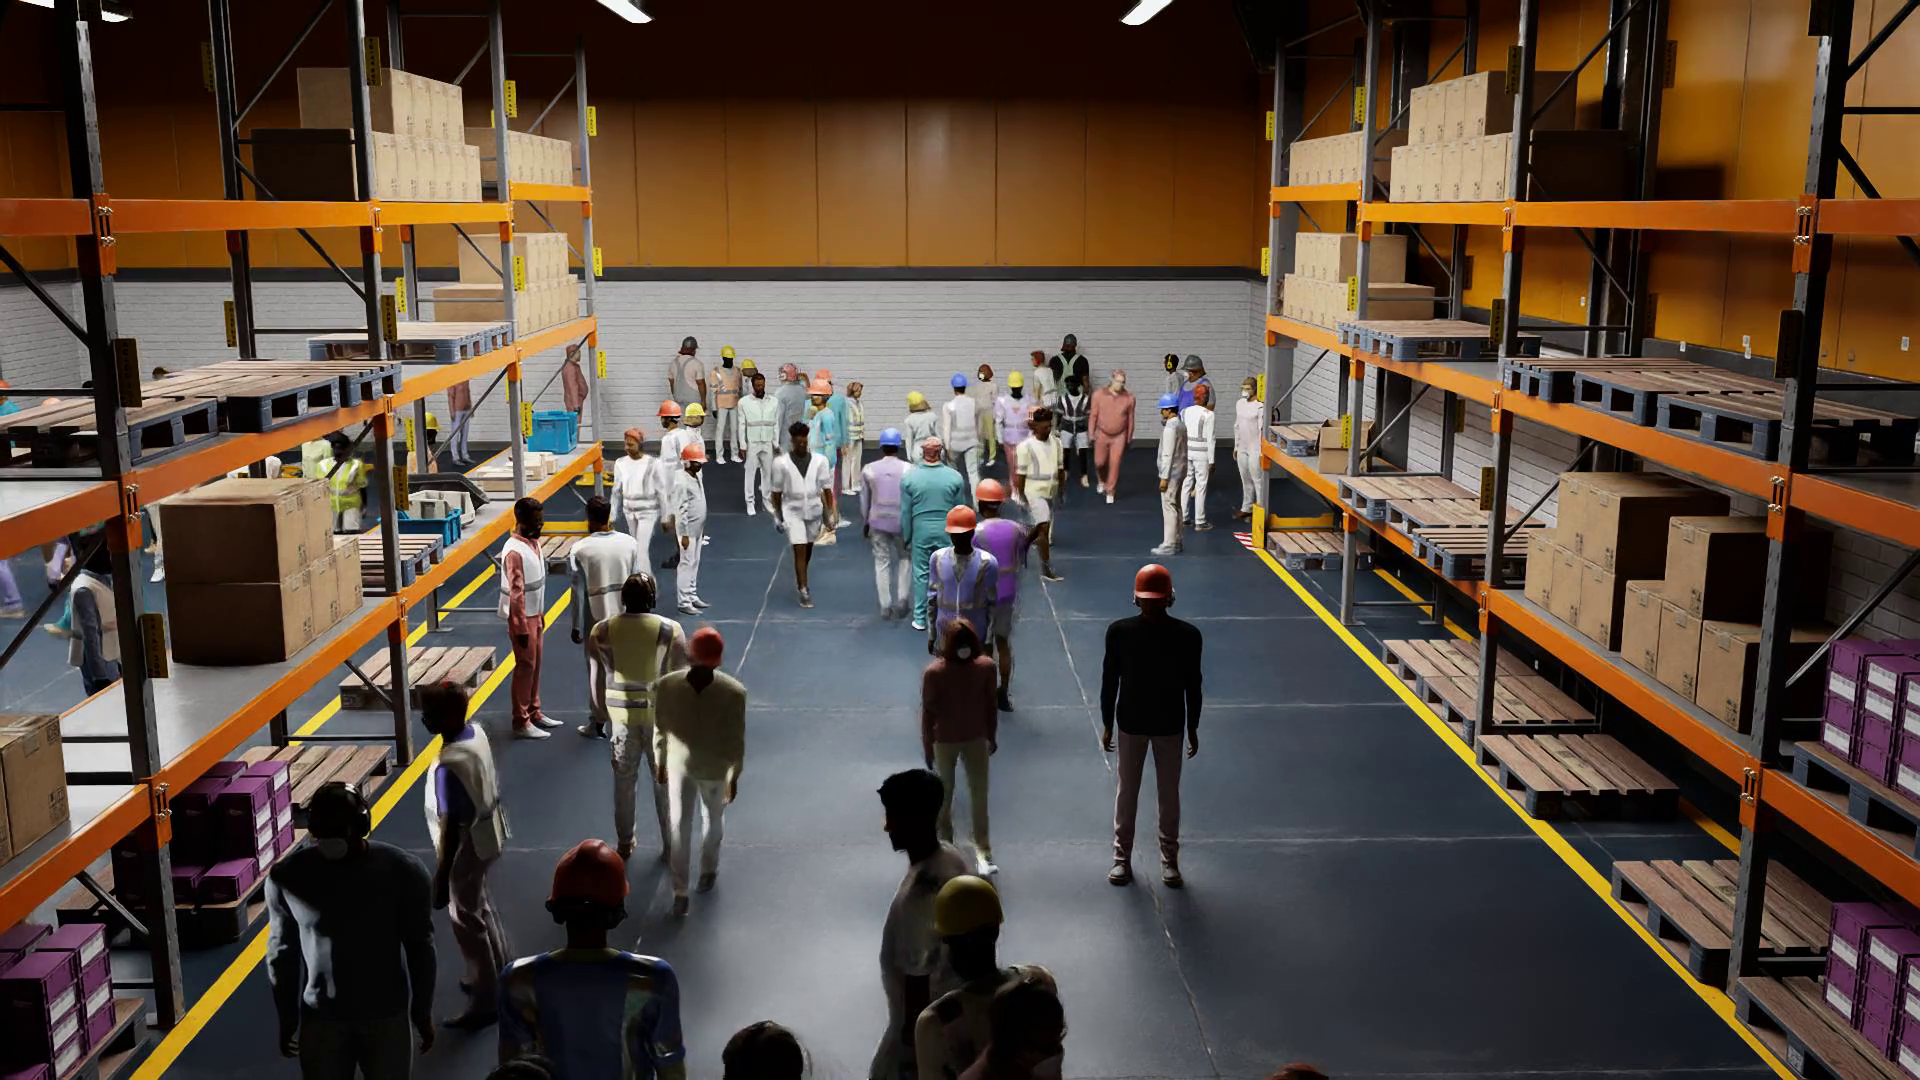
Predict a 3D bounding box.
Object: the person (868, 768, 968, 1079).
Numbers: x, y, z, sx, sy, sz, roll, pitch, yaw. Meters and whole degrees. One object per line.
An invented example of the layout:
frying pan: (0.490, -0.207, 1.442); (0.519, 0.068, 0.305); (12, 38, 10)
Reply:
person: (-0.210, 1.838, 6.624); (0.521, 1.947, 0.662); (3, 12, 16)

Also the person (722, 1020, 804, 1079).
person: (-0.468, 2.247, 4.680); (0.654, 1.910, 0.562); (-8, 14, -35)

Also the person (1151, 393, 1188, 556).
person: (2.515, -0.786, 19.850); (0.421, 1.936, 0.614); (4, 12, 21)

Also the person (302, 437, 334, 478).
person: (-7.494, -0.614, 19.424); (0.526, 1.760, 0.334); (7, 13, 32)

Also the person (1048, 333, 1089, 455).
person: (1.830, -2.450, 27.917); (0.687, 2.000, 0.535); (2, 11, 7)

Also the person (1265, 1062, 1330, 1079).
person: (0.876, 2.301, 4.494); (0.578, 1.883, 0.353); (8, 14, 35)

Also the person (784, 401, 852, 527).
person: (-1.863, -0.967, 21.360); (0.912, 1.691, 0.523); (-7, 13, -32)

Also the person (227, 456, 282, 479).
person: (-7.293, -0.228, 17.295); (0.563, 1.836, 0.395); (-10, 15, -42)

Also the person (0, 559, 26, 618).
person: (-9.910, -0.186, 16.773); (0.976, 1.946, 0.637); (3, 12, 12)

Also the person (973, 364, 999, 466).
person: (0.401, -2.013, 26.754); (0.500, 1.633, 0.280); (8, 14, 36)

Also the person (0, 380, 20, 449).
person: (-13.260, -1.351, 23.127); (0.562, 1.752, 0.327); (8, 14, 35)

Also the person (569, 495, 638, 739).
person: (-2.759, 0.600, 12.971); (0.591, 1.909, 0.409); (-11, 16, -43)

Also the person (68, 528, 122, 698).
person: (-6.011, 0.863, 11.636); (0.386, 1.914, 0.621); (-4, 12, -18)

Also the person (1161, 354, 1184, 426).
person: (3.334, -1.979, 26.031); (0.345, 1.859, 0.504); (8, 14, 33)

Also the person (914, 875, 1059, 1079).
person: (0.064, 2.058, 5.627); (0.584, 1.917, 0.386); (-9, 14, -38)

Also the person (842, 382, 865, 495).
person: (-1.540, -1.468, 24.038); (0.312, 1.633, 0.518); (6, 13, 28)

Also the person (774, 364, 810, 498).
person: (-2.435, -1.556, 23.773); (0.409, 1.907, 0.651); (9, 14, 38)

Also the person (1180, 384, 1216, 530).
person: (3.057, -1.065, 21.402); (0.353, 1.877, 0.573); (-9, 14, -38)

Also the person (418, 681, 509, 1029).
person: (-2.466, 1.569, 8.357); (0.383, 1.814, 0.677); (-1, 11, -4)

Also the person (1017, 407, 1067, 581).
person: (0.878, -0.551, 18.675); (0.611, 1.936, 0.903); (-9, 14, -37)

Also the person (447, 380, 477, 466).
person: (-8.034, -2.085, 26.781); (0.317, 1.768, 0.526); (4, 12, 19)

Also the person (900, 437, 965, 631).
person: (-0.262, -0.055, 16.248); (0.639, 1.908, 0.409); (-1, 11, -3)

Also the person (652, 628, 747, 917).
person: (-1.538, 1.334, 9.776); (0.585, 1.702, 0.794); (0, 11, 2)

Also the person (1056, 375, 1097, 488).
person: (1.763, -1.624, 24.698); (0.663, 1.682, 0.407); (2, 11, 11)

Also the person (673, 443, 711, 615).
person: (-2.718, -0.119, 16.956); (0.341, 1.747, 0.570); (2, 11, 8)

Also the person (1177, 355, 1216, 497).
person: (3.326, -1.644, 23.878); (0.536, 2.000, 0.680); (-5, 12, -23)

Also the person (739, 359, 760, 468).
person: (-3.345, -2.022, 26.536); (0.321, 1.738, 0.484); (-1, 11, -3)

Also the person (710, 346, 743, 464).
person: (-3.751, -2.186, 26.910); (0.592, 1.918, 0.400); (-8, 14, -36)

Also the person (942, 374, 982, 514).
person: (0.046, -1.304, 22.555); (0.607, 1.902, 1.011); (-3, 12, -17)

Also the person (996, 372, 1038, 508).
person: (0.797, -1.413, 23.178); (0.576, 1.869, 1.036); (2, 11, 9)

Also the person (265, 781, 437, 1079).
person: (-2.374, 1.864, 6.545); (0.630, 1.938, 0.369); (-1, 11, -7)

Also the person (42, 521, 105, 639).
person: (-8.374, 0.056, 15.978); (0.946, 1.783, 0.510); (0, 11, -2)
